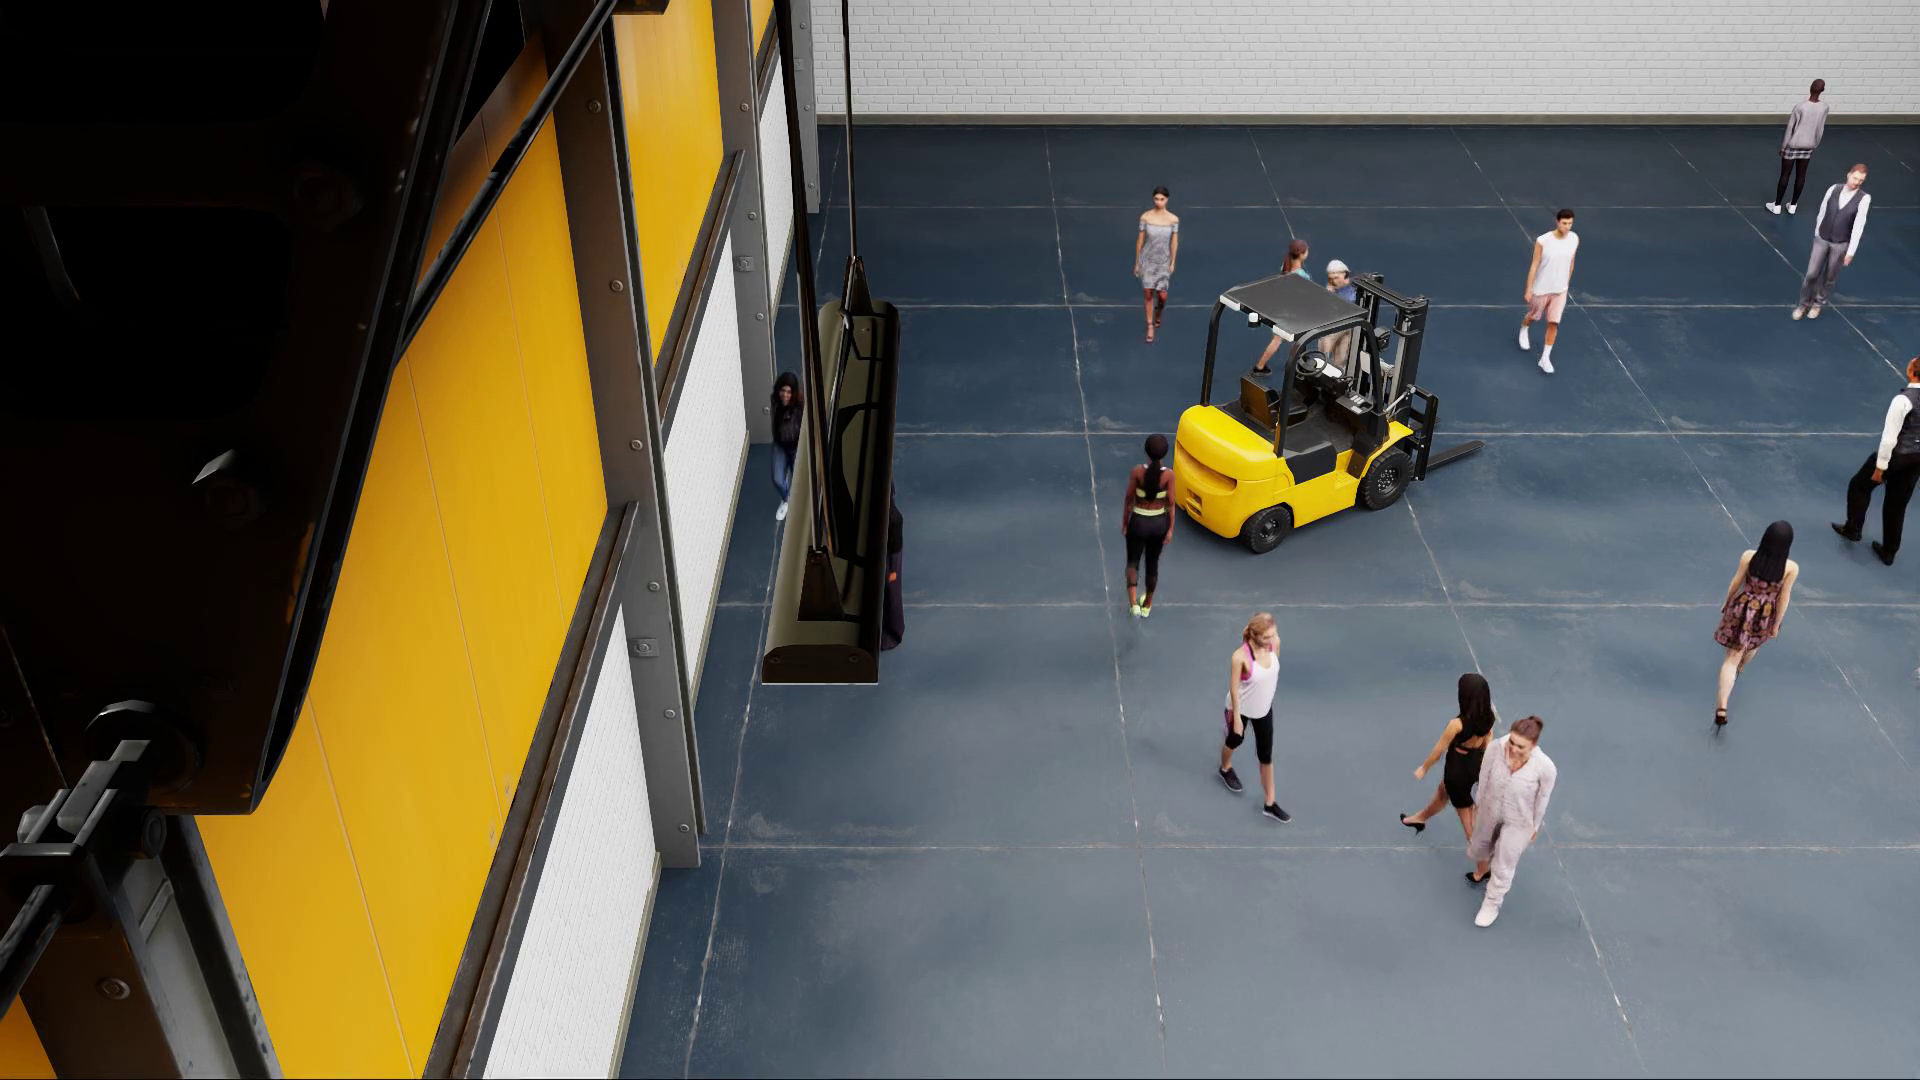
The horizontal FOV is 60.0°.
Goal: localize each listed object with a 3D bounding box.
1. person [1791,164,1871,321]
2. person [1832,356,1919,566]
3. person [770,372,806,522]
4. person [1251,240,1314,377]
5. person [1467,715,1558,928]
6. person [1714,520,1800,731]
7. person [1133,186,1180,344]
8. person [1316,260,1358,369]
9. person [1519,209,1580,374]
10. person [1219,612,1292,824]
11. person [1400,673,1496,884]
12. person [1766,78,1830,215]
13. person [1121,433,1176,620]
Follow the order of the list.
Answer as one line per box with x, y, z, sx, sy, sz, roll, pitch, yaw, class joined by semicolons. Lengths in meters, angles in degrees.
9.873;-3.391;18.778;0.948;1.905;0.885;-25;41;-33;person
8.325;-0.669;14.701;0.820;1.884;0.964;-7;34;-11;person
-1.526;-0.872;15.257;0.792;1.607;0.835;24;41;32;person
3.436;-2.436;17.682;0.887;1.526;1.052;-13;36;-19;person
3.703;1.808;11.163;0.911;1.675;1.004;22;40;30;person
6.081;0.668;12.830;0.966;1.728;1.224;17;37;24;person
2.158;-3.061;18.367;0.666;1.810;0.733;5;34;8;person
3.899;-2.153;17.124;0.838;1.674;0.784;-26;41;-33;person
6.341;-2.762;17.966;0.637;1.756;1.104;0;34;0;person
2.037;1.168;12.061;0.924;1.748;1.112;-16;37;-22;person
3.512;1.689;11.420;0.957;1.588;1.147;-20;38;-27;person
10.830;-5.076;21.433;0.611;1.772;0.517;0;34;1;person
1.558;-0.048;13.897;0.622;1.741;0.789;5;34;7;person
